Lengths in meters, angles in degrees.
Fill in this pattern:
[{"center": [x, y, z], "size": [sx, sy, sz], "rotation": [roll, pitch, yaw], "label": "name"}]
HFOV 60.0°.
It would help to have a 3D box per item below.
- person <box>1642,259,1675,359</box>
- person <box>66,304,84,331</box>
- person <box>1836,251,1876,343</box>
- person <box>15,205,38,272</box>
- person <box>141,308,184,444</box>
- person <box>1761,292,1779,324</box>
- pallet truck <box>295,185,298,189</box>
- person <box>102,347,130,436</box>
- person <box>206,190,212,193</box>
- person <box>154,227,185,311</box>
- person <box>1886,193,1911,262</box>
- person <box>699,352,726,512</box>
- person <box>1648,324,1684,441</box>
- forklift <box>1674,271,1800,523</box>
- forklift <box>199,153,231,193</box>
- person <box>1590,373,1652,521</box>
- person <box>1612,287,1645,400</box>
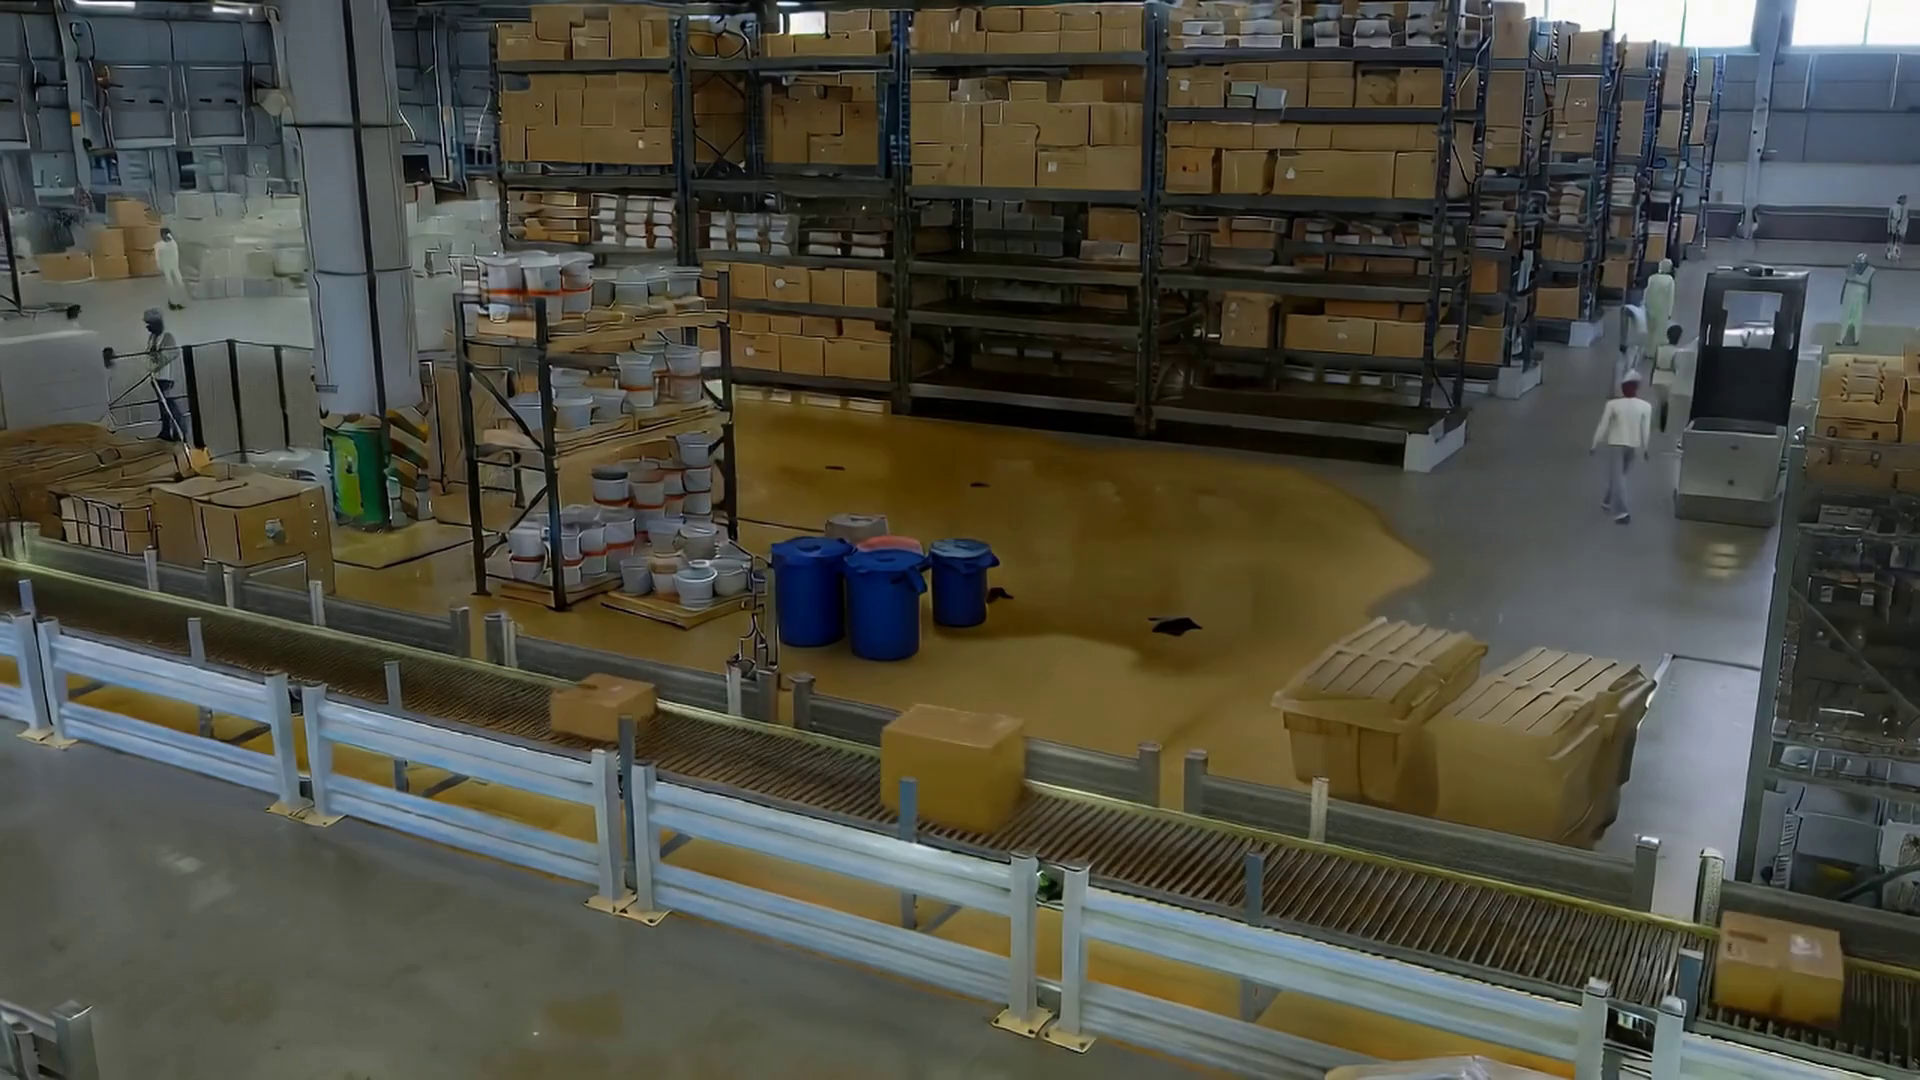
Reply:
[{"center": [13.113, -4.298, 31.149], "size": [0.399, 1.899, 0.651], "rotation": [-6, 16, -22], "label": "person"}, {"center": [-14.286, -3.000, 26.833], "size": [0.854, 1.596, 0.520], "rotation": [-6, 16, -22], "label": "person"}, {"center": [18.060, -4.897, 33.507], "size": [0.564, 1.836, 0.404], "rotation": [11, 19, 36], "label": "person"}, {"center": [-26.143, -8.432, 46.661], "size": [0.632, 1.920, 0.844], "rotation": [10, 18, 32], "label": "person"}, {"center": [-11.375, -2.337, 23.692], "size": [0.543, 1.938, 0.357], "rotation": [9, 17, 30], "label": "person"}, {"center": [14.646, -3.910, 30.184], "size": [0.278, 1.634, 0.499], "rotation": [14, 20, 42], "label": "person"}, {"center": [-26.804, -14.617, 69.738], "size": [1.885, 1.965, 0.823], "rotation": [-14, 20, -42], "label": "pallet truck"}, {"center": [-11.274, -1.777, 22.222], "size": [0.633, 1.607, 0.499], "rotation": [-8, 17, -29], "label": "person"}, {"center": [-26.668, -11.628, 59.166], "size": [0.897, 1.649, 0.543], "rotation": [-11, 18, -35], "label": "person"}, {"center": [-18.287, -6.260, 38.485], "size": [0.421, 1.918, 0.644], "rotation": [8, 17, 27], "label": "person"}, {"center": [28.304, -9.428, 50.147], "size": [0.387, 2.041, 0.615], "rotation": [-11, 18, -35], "label": "person"}, {"center": [-3.012, -1.287, 19.781], "size": [0.750, 1.912, 0.579], "rotation": [9, 17, 31], "label": "person"}, {"center": [10.164, -2.258, 23.873], "size": [0.377, 1.679, 0.555], "rotation": [-10, 18, -33], "label": "person"}, {"center": [9.269, -1.763, 19.726], "size": [1.129, 2.768, 1.873], "rotation": [8, 17, 27], "label": "forklift"}, {"center": [-27.440, -12.865, 61.464], "size": [1.873, 2.768, 1.129], "rotation": [8, 17, 28], "label": "forklift"}, {"center": [7.749, -1.095, 19.470], "size": [0.616, 1.705, 0.925], "rotation": [1, 15, 3], "label": "person"}, {"center": [10.920, -3.197, 27.109], "size": [0.429, 1.841, 0.633], "rotation": [13, 19, 39], "label": "person"}]
